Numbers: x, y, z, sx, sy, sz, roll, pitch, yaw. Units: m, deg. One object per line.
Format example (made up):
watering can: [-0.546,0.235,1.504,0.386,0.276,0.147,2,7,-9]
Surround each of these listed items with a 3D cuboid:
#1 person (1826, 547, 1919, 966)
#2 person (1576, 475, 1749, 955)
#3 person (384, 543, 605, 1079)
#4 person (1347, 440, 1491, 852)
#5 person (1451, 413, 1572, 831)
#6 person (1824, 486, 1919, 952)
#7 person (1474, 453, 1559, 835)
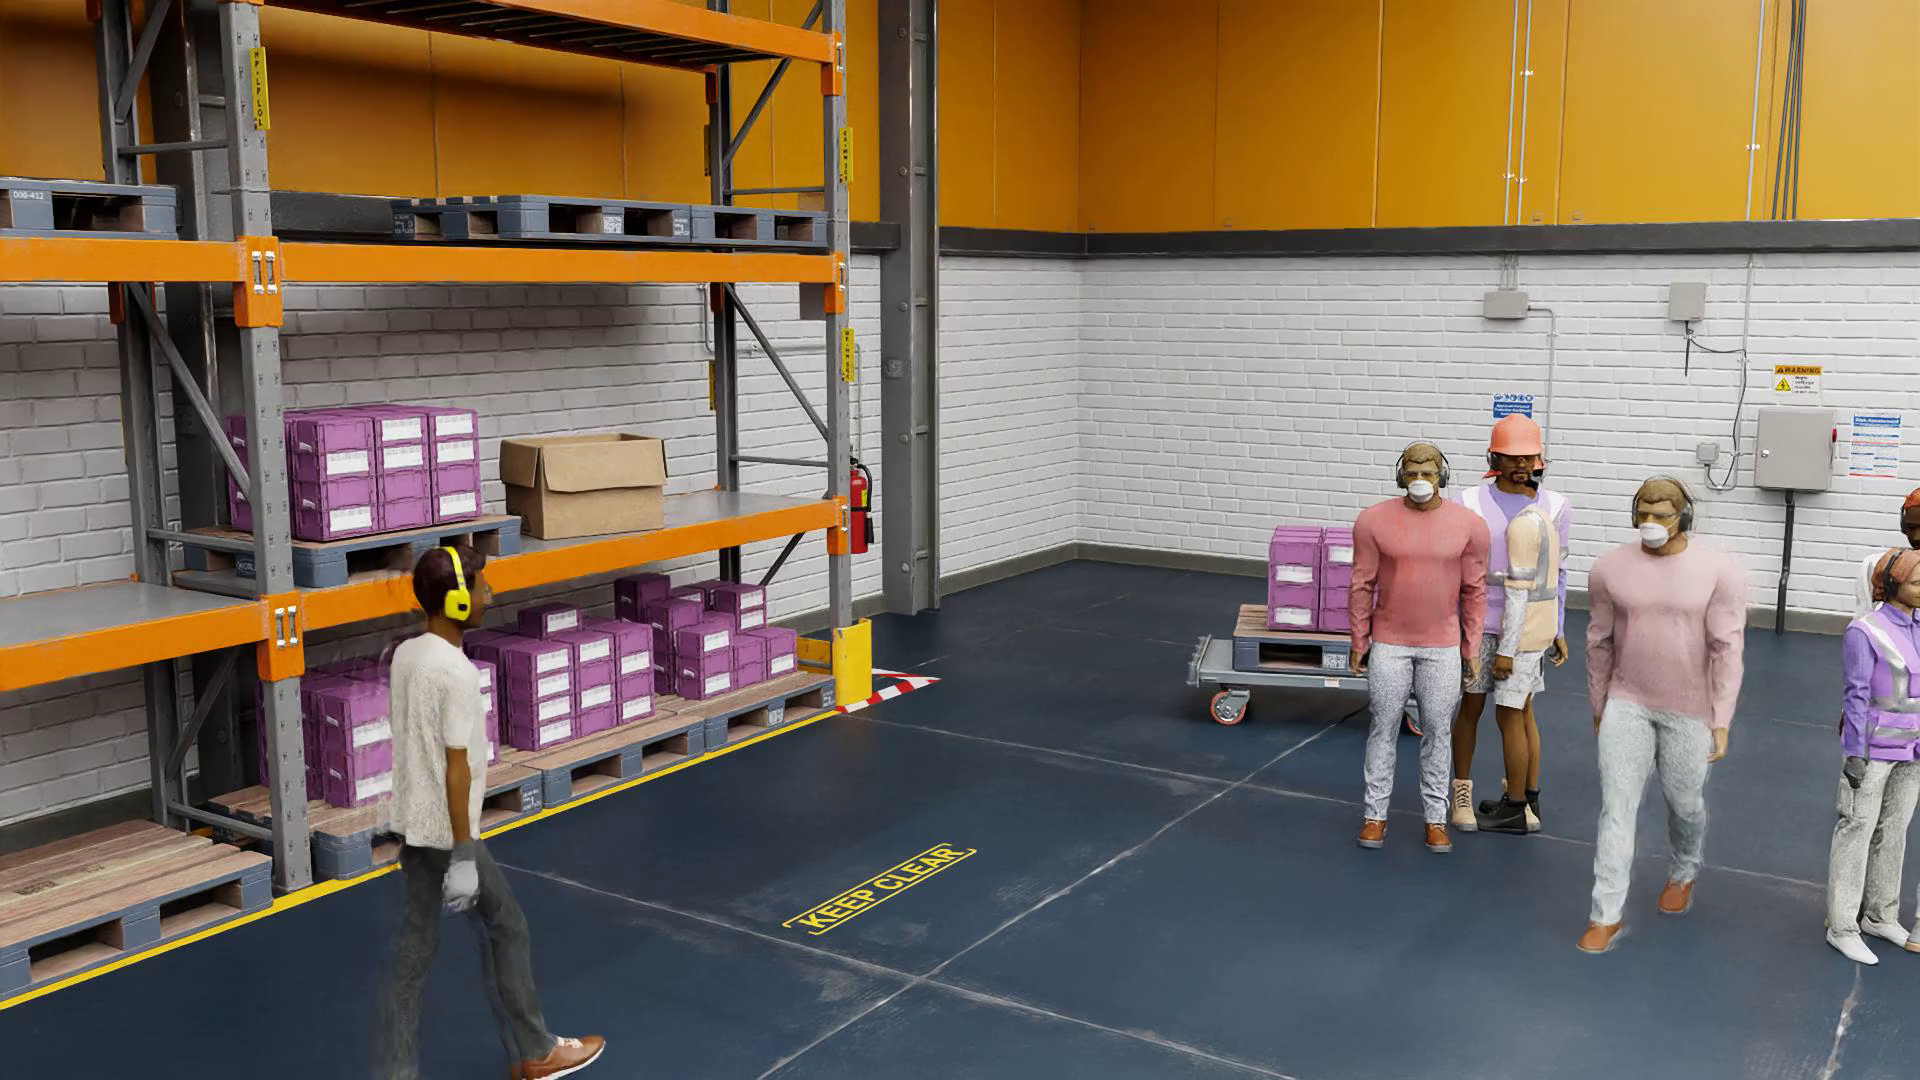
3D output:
person: [3.662,0.838,6.570,0.517,1.641,0.308,-4,10,-27]
person: [2.854,0.680,6.784,0.636,1.911,0.903,6,11,35]
person: [-1.541,0.920,5.378,0.846,1.837,0.561,-8,12,-44]
person: [2.137,0.498,7.810,0.635,1.939,0.367,2,9,13]
person: [2.652,0.406,8.068,0.605,2.045,0.377,0,9,-1]
person: [3.828,0.699,6.671,0.356,1.887,0.572,-7,11,-40]
person: [2.699,0.464,8.102,0.390,1.923,0.549,5,10,27]
